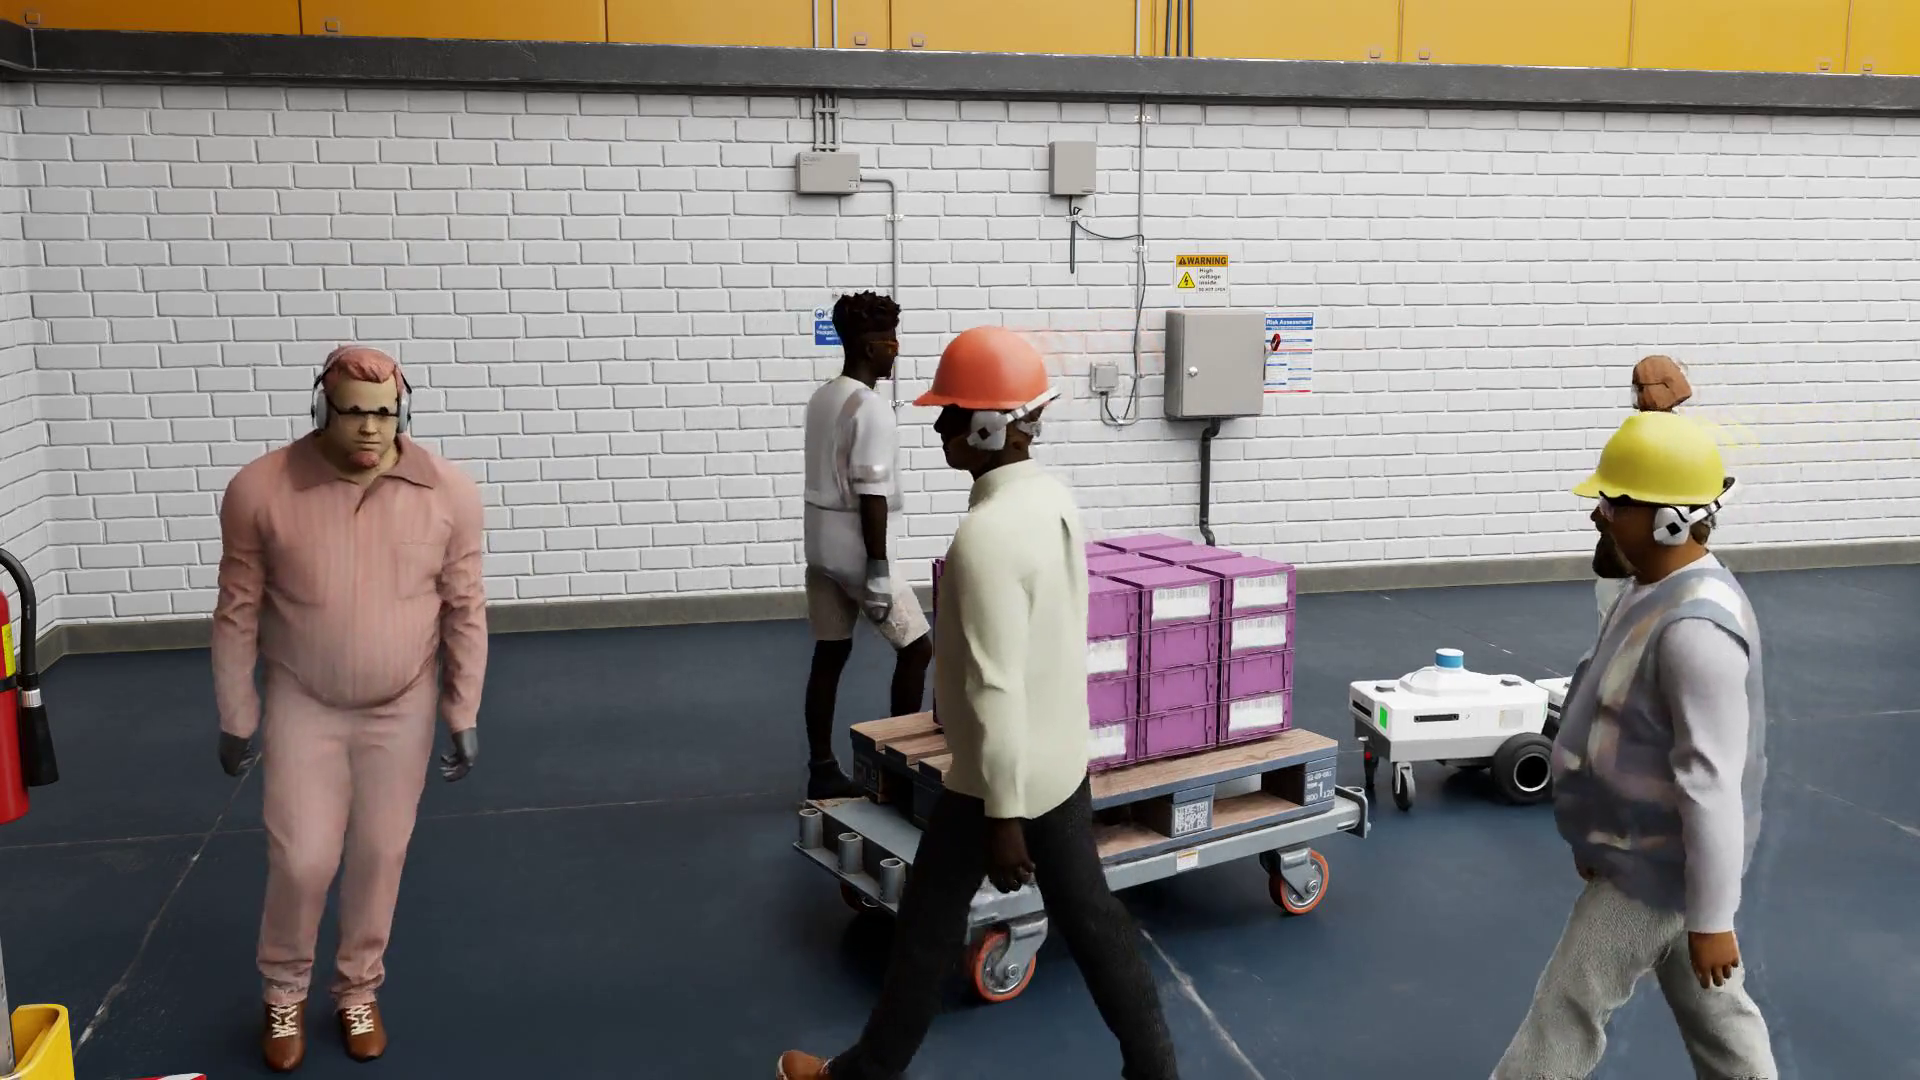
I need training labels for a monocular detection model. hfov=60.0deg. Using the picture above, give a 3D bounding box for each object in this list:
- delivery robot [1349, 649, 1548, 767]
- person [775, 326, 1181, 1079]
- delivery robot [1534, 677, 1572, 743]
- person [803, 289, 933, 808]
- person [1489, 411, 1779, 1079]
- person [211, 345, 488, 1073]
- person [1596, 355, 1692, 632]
[{"bbox_3d":[1.876,0.663,6.415,0.707,0.478,0.477,-2,10,-9],"label":"delivery robot"},{"bbox_3d":[0.088,0.489,3.804,1.053,1.937,0.644,4,11,22],"label":"person"},{"bbox_3d":[2.608,0.651,6.480,0.707,0.478,0.477,-3,11,-17],"label":"delivery robot"},{"bbox_3d":[-0.285,0.046,6.225,0.732,1.942,0.630,-6,12,-30],"label":"person"},{"bbox_3d":[1.380,0.622,3.481,0.949,1.780,0.617,3,11,18],"label":"person"},{"bbox_3d":[-1.547,0.439,4.293,0.679,1.876,0.446,-5,12,-28],"label":"person"},{"bbox_3d":[3.048,-0.031,7.575,0.664,1.607,0.513,2,10,12],"label":"person"}]
